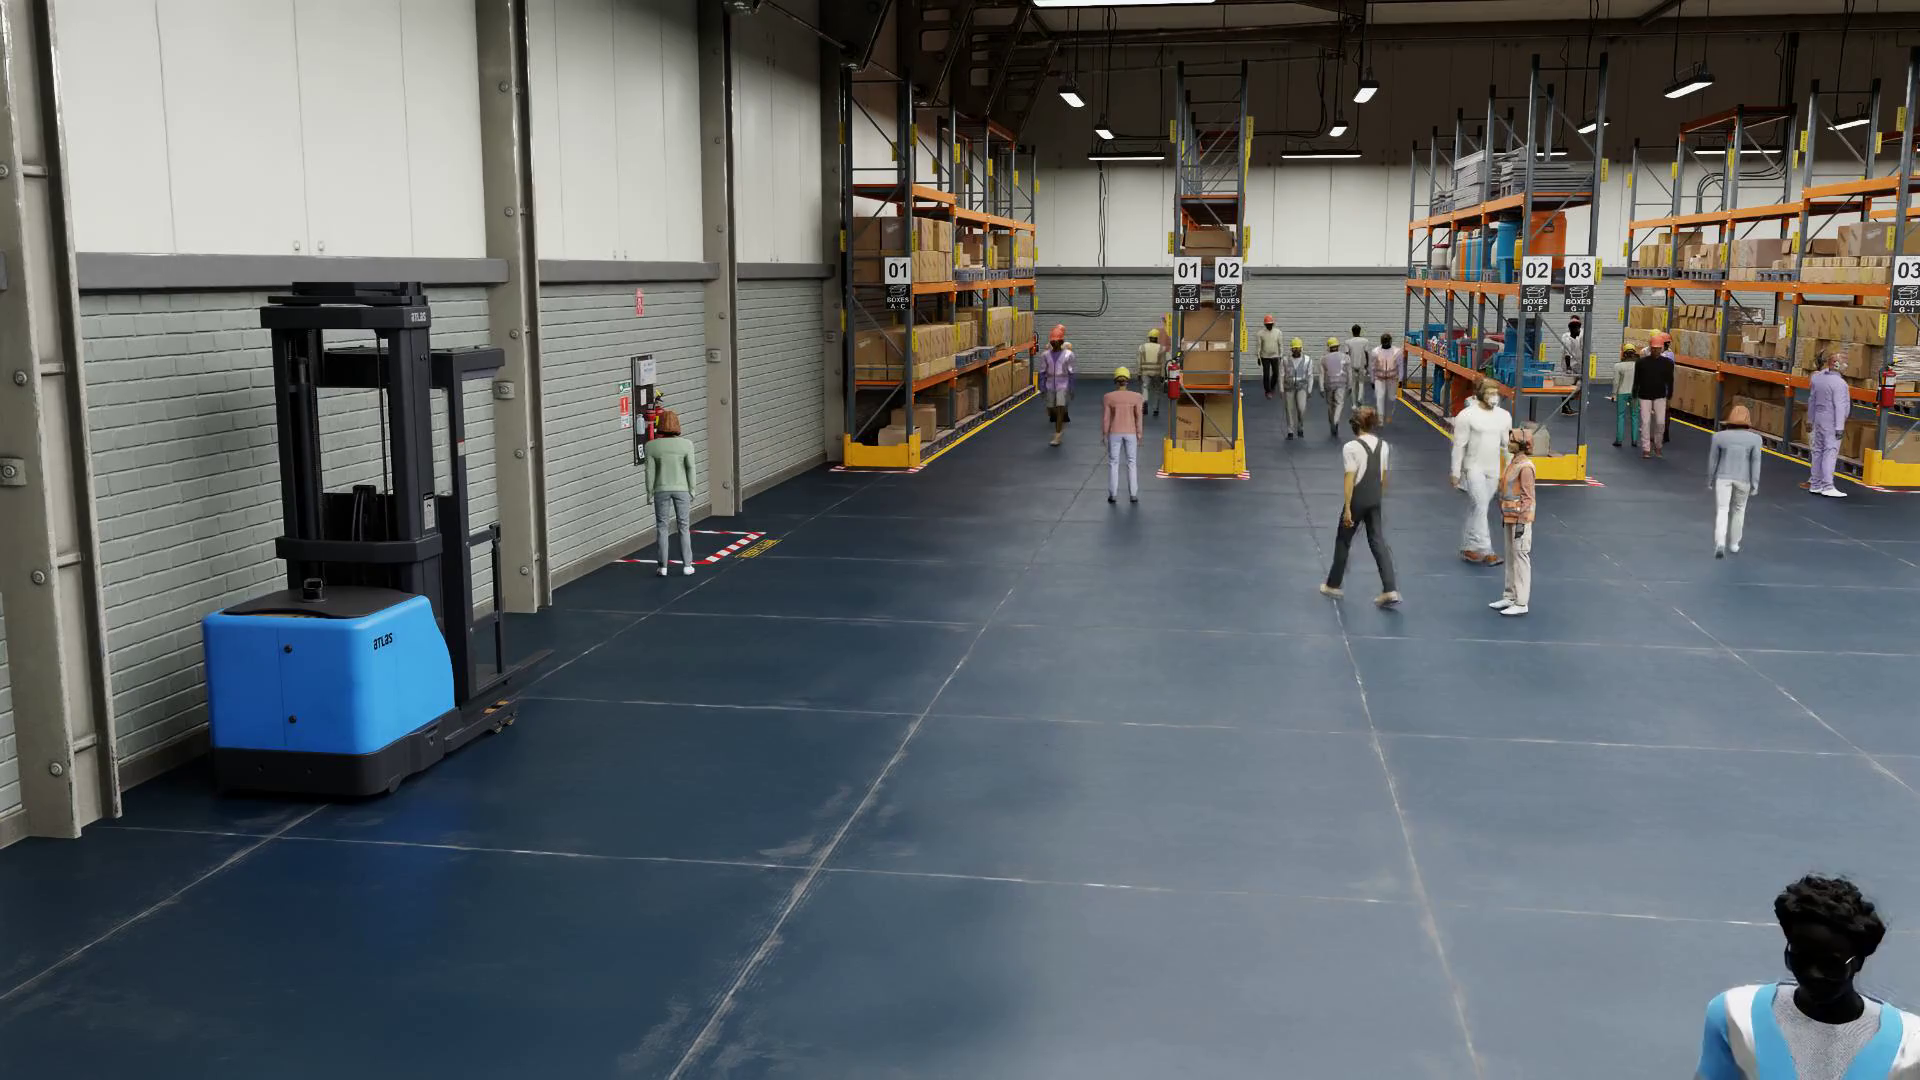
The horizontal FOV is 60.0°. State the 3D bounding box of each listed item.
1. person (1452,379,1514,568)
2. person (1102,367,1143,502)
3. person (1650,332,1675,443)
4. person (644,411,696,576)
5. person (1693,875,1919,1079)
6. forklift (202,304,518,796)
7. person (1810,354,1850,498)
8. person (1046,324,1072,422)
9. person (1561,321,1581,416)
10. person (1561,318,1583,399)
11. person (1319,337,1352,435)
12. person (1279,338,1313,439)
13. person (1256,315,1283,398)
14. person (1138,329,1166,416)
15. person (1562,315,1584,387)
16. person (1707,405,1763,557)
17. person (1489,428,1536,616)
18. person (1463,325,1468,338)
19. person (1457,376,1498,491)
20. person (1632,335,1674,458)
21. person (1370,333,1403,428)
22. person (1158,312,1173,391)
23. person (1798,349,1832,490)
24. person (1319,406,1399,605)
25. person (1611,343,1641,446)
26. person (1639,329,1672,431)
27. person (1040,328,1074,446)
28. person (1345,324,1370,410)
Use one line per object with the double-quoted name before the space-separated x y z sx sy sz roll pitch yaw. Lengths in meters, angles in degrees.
"person" 5.400 -0.669 16.893 0.655 1.906 0.900 -3 10 -20
"person" 2.119 -1.372 21.680 0.532 1.765 0.330 1 9 4
"person" 12.387 -2.698 29.370 0.383 1.930 0.540 9 13 43
"person" -2.861 -0.462 16.466 0.498 1.634 0.278 -1 9 -9
"person" 1.918 1.571 3.772 0.546 1.680 0.372 7 11 36
"forklift" -3.673 -0.038 10.147 1.129 2.768 1.873 1 9 9
"person" 11.687 -1.539 22.284 0.399 1.905 0.643 0 9 2
"person" 1.982 -3.334 33.247 0.551 1.934 0.373 1 9 7
"person" 12.770 -3.589 34.730 0.368 1.966 0.602 6 11 31
"person" 14.468 -4.279 39.254 0.561 1.879 1.017 3 10 15
"person" 6.920 -2.850 30.713 0.590 1.793 0.875 3 10 19
"person" 5.989 -2.695 29.695 0.599 1.816 0.542 2 9 12
"person" 7.317 -4.335 39.308 0.635 1.971 0.433 0 9 1
"person" 3.985 -3.484 34.566 0.599 1.808 0.695 2 9 12
"person" 15.383 -4.680 41.658 0.622 1.902 0.530 -7 12 -37
"person" 8.190 -0.628 17.618 0.505 1.600 0.832 4 10 26
"person" 4.891 -0.167 14.619 0.309 1.645 0.515 0 9 2
"person" 12.884 -4.656 42.315 0.306 1.639 0.524 7 12 37
"person" 7.023 -1.410 22.449 0.532 1.590 0.881 -2 9 -9
"person" 11.132 -2.298 26.760 0.625 1.976 0.497 3 10 20
"person" 8.272 -3.116 32.272 0.630 1.825 0.747 2 9 14
"person" 5.232 -4.720 41.715 0.740 1.957 0.633 1 9 5
"person" 11.880 -1.656 22.939 0.626 1.932 0.367 -6 11 -33
"person" 3.681 -0.316 15.081 0.532 1.802 0.971 -4 10 -24
"person" 11.483 -2.495 28.610 0.524 1.765 0.324 1 9 7
"person" 12.989 -2.984 31.133 0.585 1.922 0.378 1 9 9
"person" 1.708 -2.669 28.914 0.613 2.023 0.790 4 10 21
"person" 8.610 -3.762 36.132 0.565 1.855 0.383 1 9 7
